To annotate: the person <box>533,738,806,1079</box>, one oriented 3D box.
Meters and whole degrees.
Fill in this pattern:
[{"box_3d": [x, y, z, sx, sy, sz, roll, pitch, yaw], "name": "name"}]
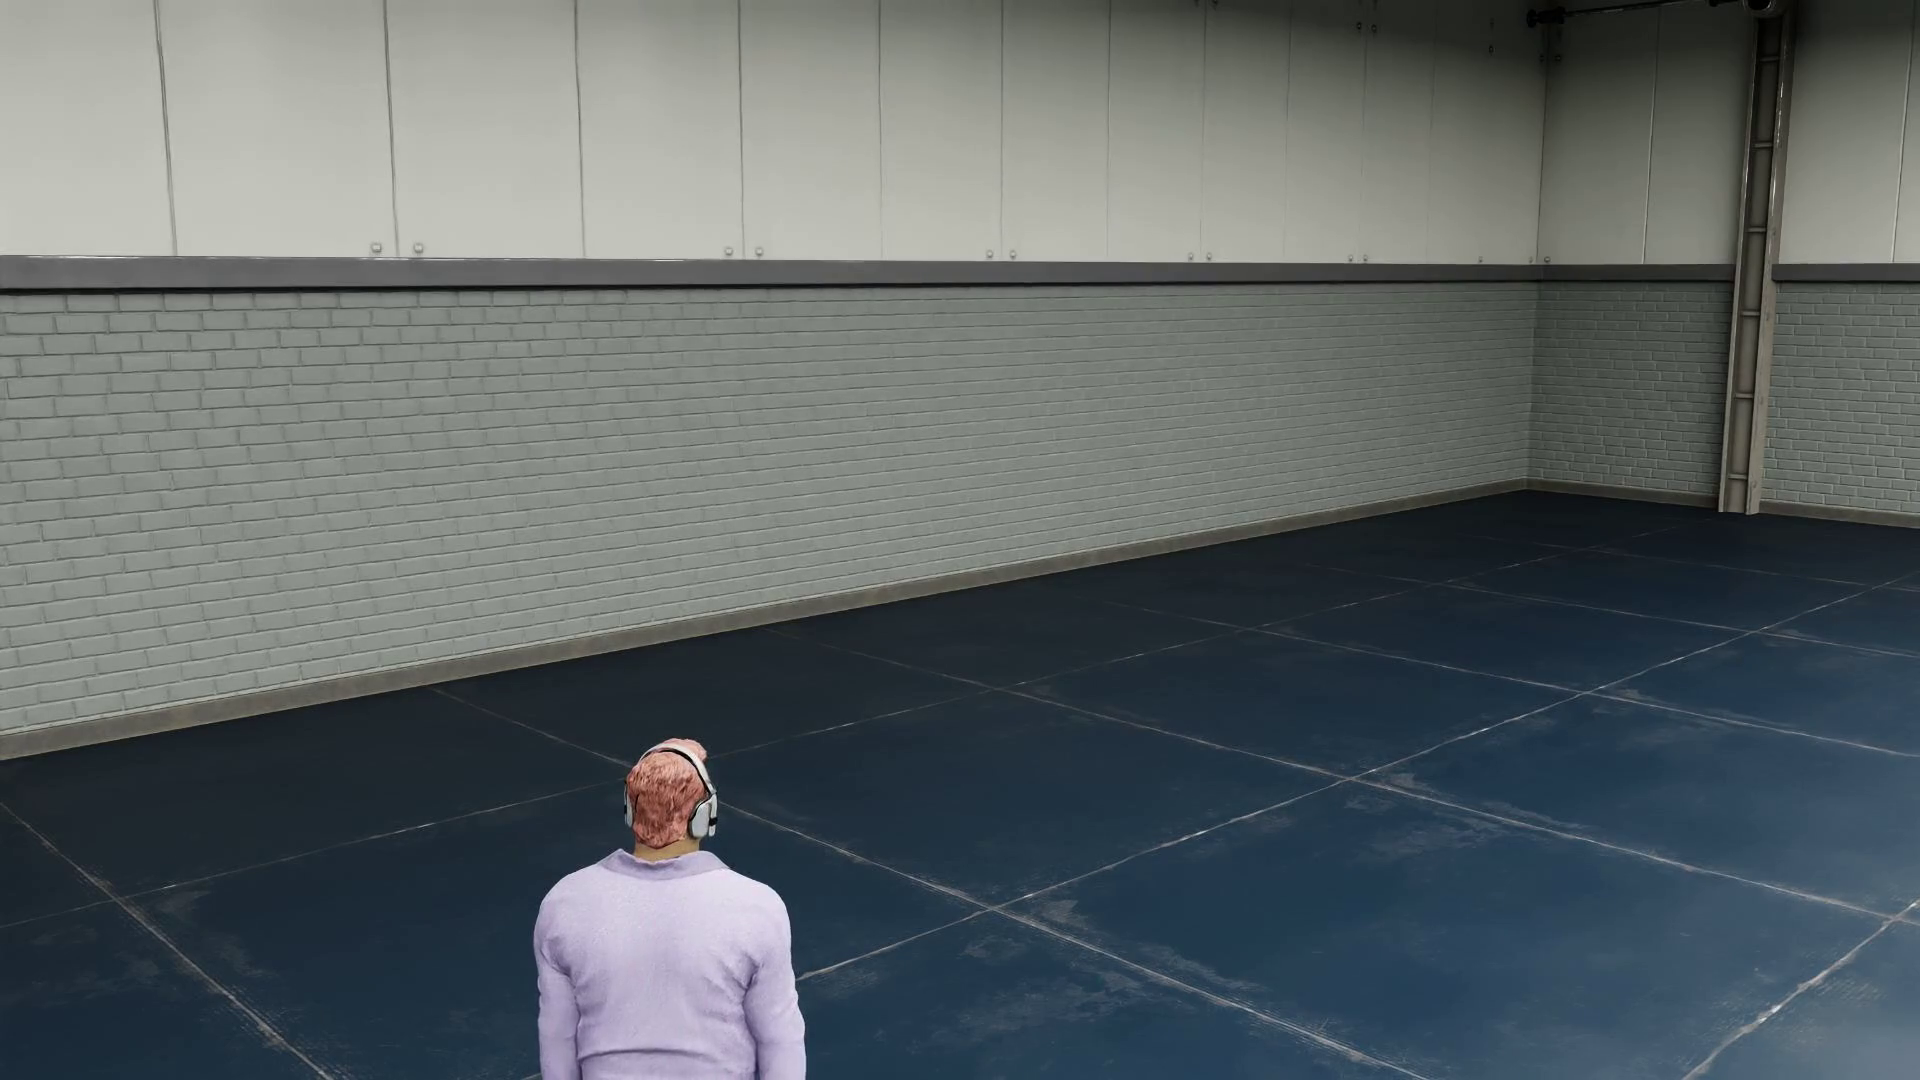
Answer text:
[{"box_3d": [-0.695, 1.429, 4.122, 0.652, 1.906, 0.402, 1, 9, 7], "name": "person"}]
